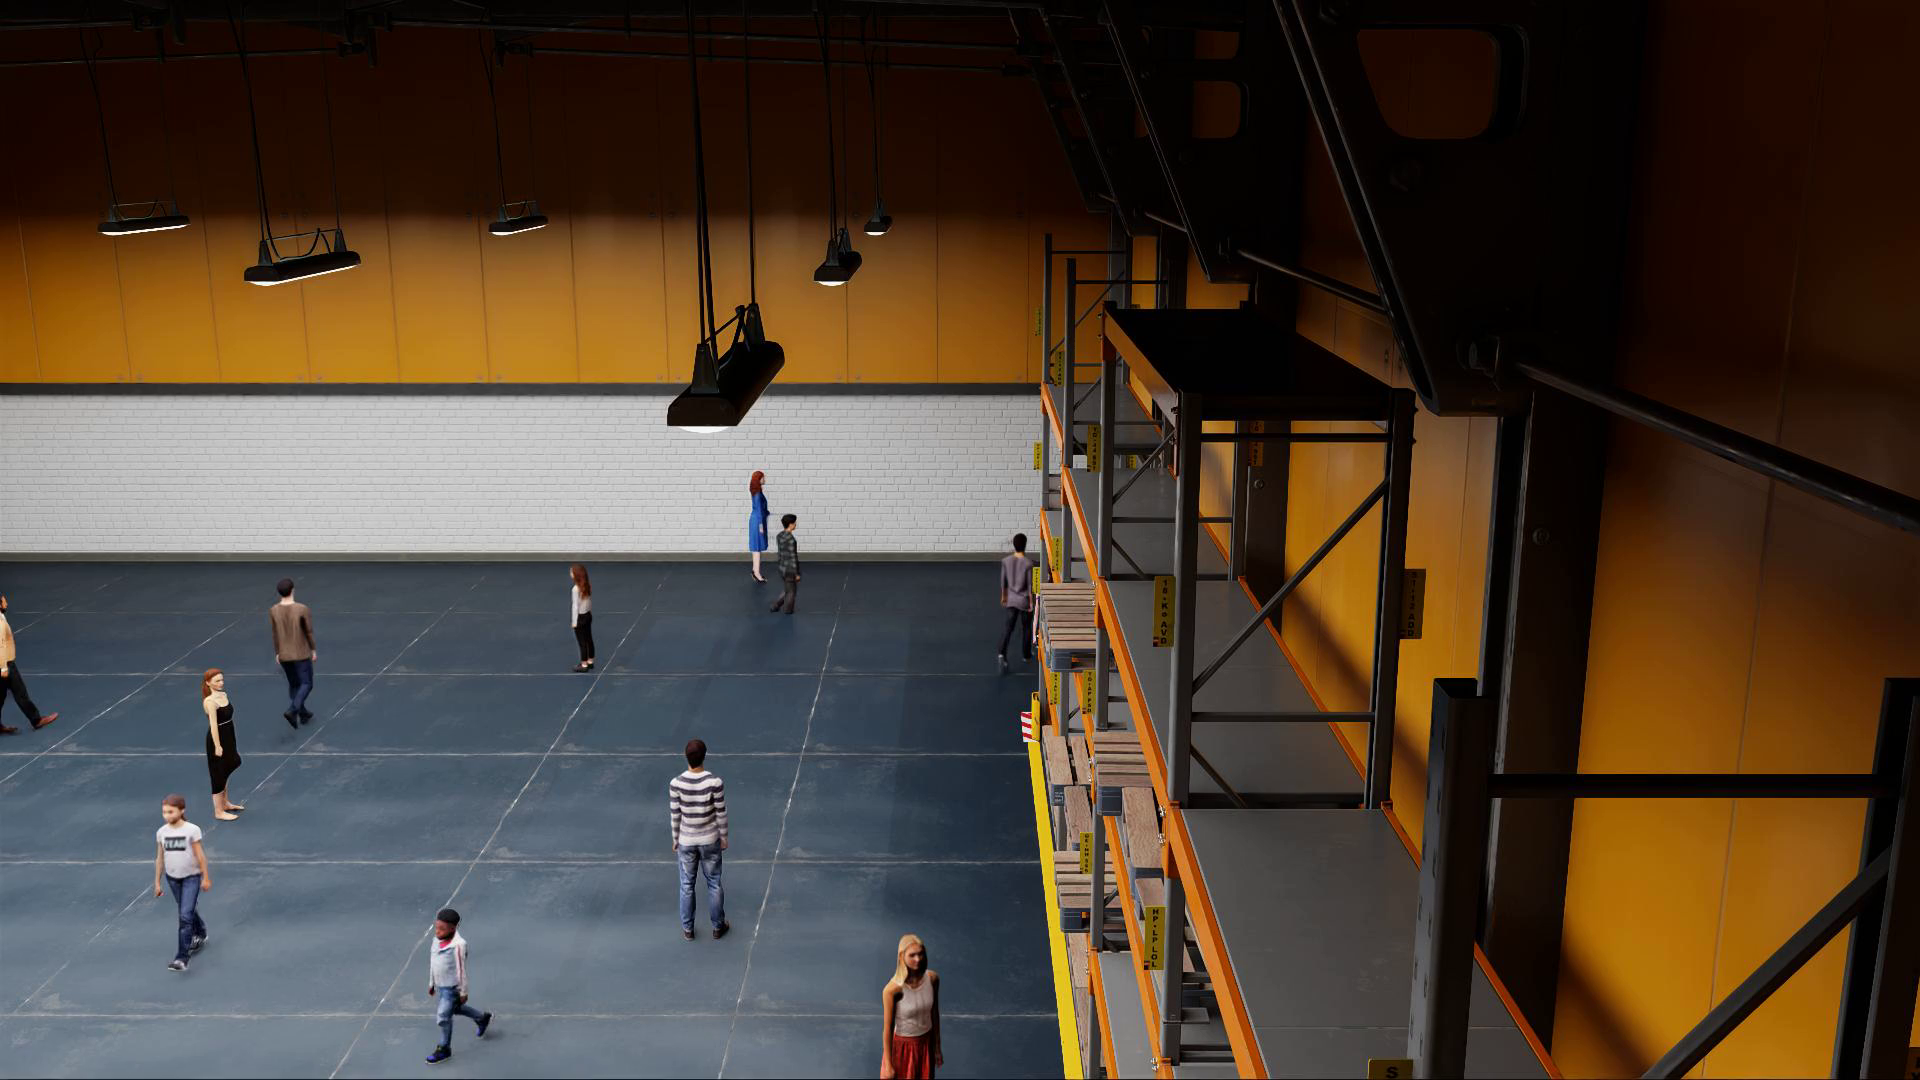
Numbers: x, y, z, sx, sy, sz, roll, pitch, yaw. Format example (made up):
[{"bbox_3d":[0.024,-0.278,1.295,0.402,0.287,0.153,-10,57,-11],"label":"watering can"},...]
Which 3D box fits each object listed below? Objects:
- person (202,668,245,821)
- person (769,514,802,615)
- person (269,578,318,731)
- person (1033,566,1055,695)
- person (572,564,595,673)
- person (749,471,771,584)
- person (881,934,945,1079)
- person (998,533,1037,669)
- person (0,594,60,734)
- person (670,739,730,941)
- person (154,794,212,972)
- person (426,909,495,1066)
[{"bbox_3d":[-7.867,2.146,17.667,0.624,1.626,0.499,-1,14,-3],"label":"person"},{"bbox_3d":[-2.679,0.442,25.238,0.859,1.704,0.812,-7,15,-25],"label":"person"},{"bbox_3d":[-8.099,1.408,20.194,0.698,1.871,1.019,1,14,4],"label":"person"},{"bbox_3d":[1.173,1.177,21.427,0.680,1.740,0.702,9,16,31],"label":"person"},{"bbox_3d":[-5.098,1.047,22.506,0.656,1.485,0.511,4,14,17],"label":"person"},{"bbox_3d":[-3.280,-0.224,27.026,0.722,1.827,0.573,-3,14,-11],"label":"person"},{"bbox_3d":[-0.341,3.551,11.492,0.731,1.801,0.763,-10,17,-34],"label":"person"},{"bbox_3d":[0.762,0.850,22.602,1.004,1.822,1.221,6,15,25],"label":"person"},{"bbox_3d":[-11.598,1.523,20.015,1.092,1.731,1.029,-13,19,-43],"label":"person"},{"bbox_3d":[-2.350,2.687,14.953,0.656,1.852,0.523,-1,14,-3],"label":"person"},{"bbox_3d":[-6.785,2.941,14.606,0.581,1.520,1.024,1,14,2],"label":"person"},{"bbox_3d":[-3.953,3.454,13.082,0.881,1.241,0.813,-13,19,-43],"label":"person"}]
